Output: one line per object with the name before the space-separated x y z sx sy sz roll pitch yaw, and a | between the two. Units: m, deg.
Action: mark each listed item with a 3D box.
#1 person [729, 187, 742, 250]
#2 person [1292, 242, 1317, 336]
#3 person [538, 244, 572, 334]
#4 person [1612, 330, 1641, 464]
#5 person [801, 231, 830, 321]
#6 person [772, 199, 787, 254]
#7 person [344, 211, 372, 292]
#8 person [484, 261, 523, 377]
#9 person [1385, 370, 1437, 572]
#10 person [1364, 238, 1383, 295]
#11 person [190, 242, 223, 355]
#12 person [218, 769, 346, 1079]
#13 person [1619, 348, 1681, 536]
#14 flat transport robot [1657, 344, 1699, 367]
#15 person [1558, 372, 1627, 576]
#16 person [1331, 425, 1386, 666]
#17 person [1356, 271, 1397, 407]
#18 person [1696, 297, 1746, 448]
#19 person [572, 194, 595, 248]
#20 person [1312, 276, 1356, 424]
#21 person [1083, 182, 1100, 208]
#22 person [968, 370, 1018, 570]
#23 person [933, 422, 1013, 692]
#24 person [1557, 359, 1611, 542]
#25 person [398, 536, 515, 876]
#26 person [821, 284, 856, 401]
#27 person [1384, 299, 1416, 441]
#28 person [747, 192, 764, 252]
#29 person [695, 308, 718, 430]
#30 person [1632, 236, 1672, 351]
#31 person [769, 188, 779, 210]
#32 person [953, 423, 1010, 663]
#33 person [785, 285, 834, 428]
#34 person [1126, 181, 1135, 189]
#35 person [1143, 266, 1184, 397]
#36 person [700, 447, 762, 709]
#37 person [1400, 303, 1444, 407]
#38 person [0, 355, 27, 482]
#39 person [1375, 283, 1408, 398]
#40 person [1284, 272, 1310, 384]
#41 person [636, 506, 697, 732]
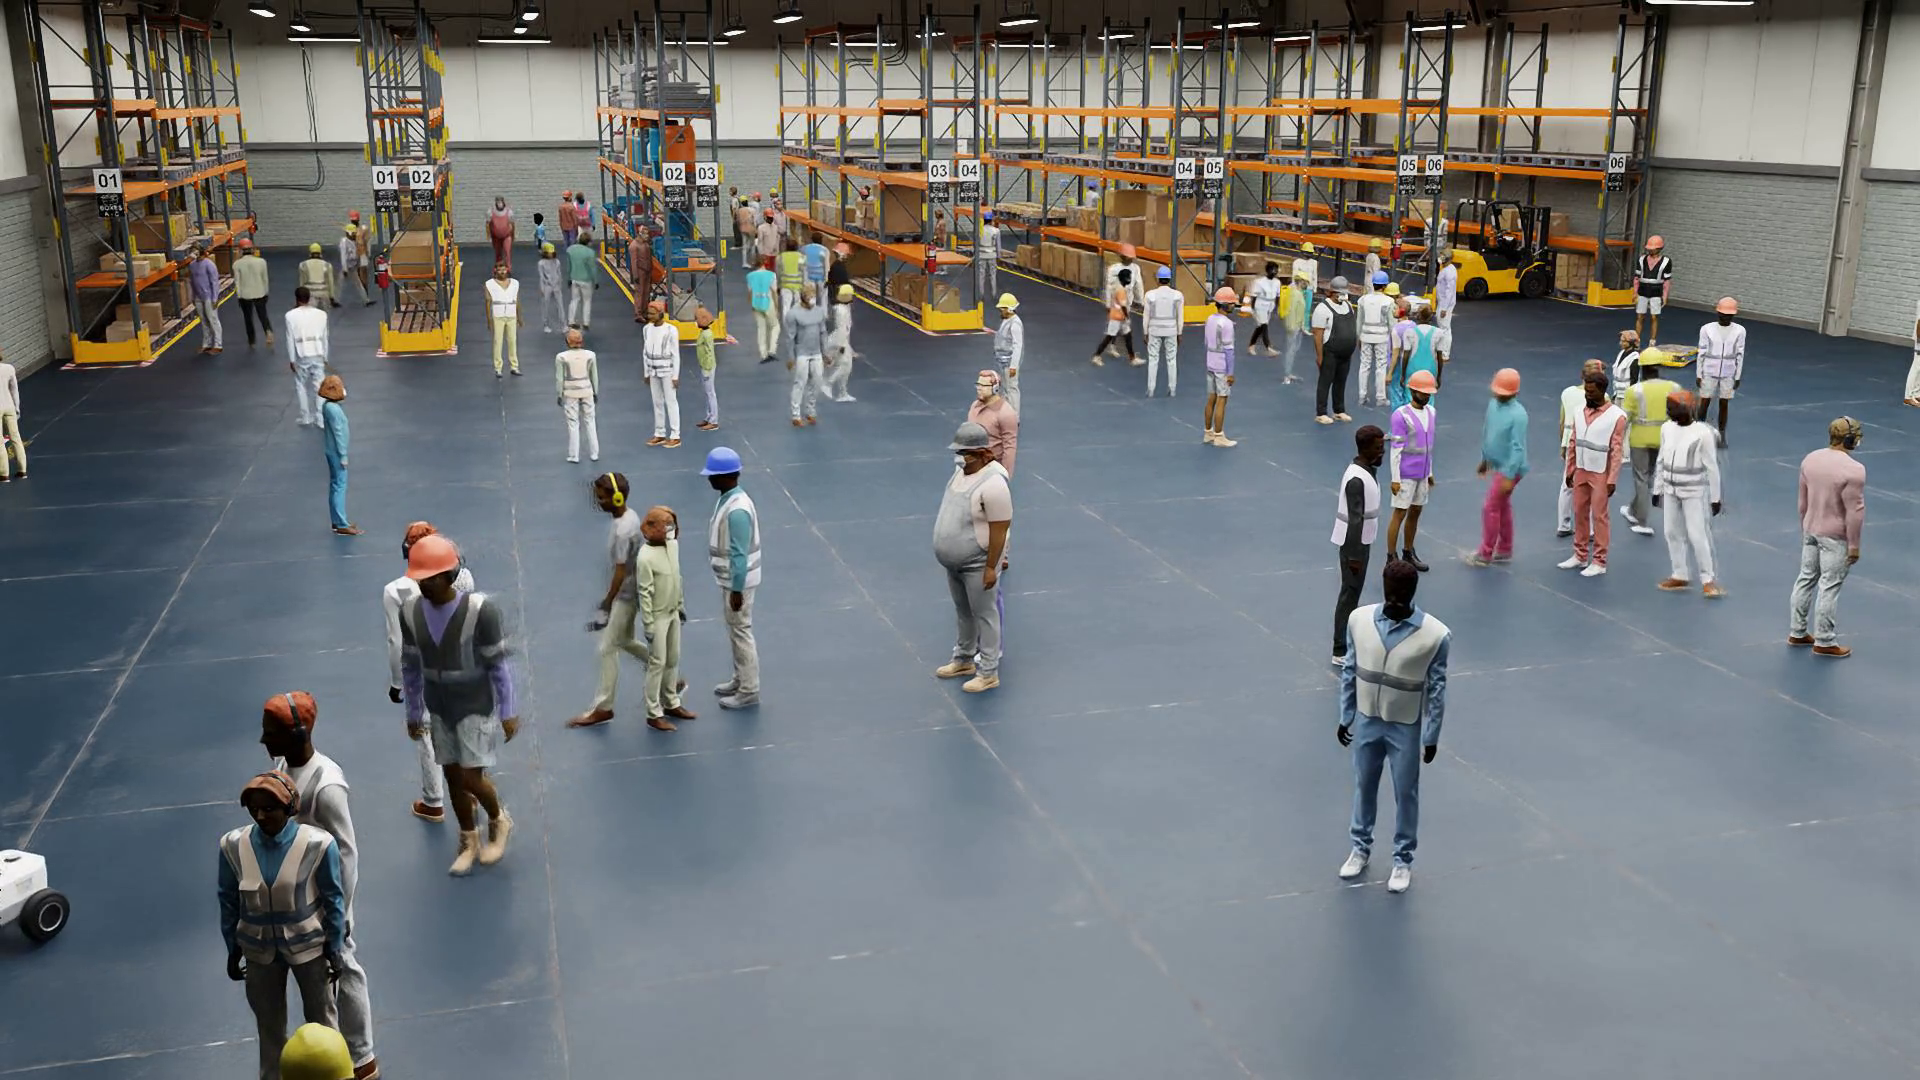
person | -6.607 -9.470 48.967 0.348 1.839 0.504 2 15 8
person | 6.451 -4.689 31.134 0.530 1.761 0.342 -5 16 -17
person | -7.695 -4.732 31.395 0.510 1.689 0.905 -12 19 -38
person | 8.123 -1.748 20.307 0.313 1.633 0.519 0 15 -1
person | -2.867 -5.204 32.962 0.625 1.813 0.821 4 15 15
person | -4.550 -7.616 41.853 0.407 1.908 0.641 7 16 25
person | -13.613 -6.468 37.577 0.574 1.878 1.005 -4 15 -14
person | -7.303 -3.542 26.636 0.570 1.844 0.377 -10 18 -33
person | 4.238 -0.628 15.502 0.553 1.934 0.363 -10 18 -34
person | 7.973 -4.948 32.127 0.312 1.744 0.487 -2 15 -6
person | -13.117 -4.192 28.908 0.629 1.940 0.379 9 17 29
person | -2.874 1.755 7.101 0.514 1.641 0.307 -1 15 -5
person | 6.997 -1.029 17.088 0.611 1.888 0.813 -2 15 -9
flat transport robot | 12.053 -3.128 28.098 0.652 0.197 1.431 11 18 35
person | 5.921 -0.627 15.561 0.407 1.908 0.597 -8 17 -26
person | 3.102 0.038 13.030 0.372 1.916 0.596 5 16 18
person | 6.012 -2.900 24.028 0.605 1.948 0.385 12 19 38
person | 9.650 -2.123 21.144 0.544 1.930 0.388 4 15 15
person | -10.536 -8.786 46.519 0.649 1.772 0.993 -3 15 -12
person | 5.149 -2.610 22.757 0.689 2.000 0.535 -10 18 -34
person | 3.956 -9.975 50.797 0.618 1.894 0.866 11 19 37
person | 0.252 -0.651 15.634 0.408 1.913 0.643 -11 19 -36
person | 0.061 0.117 12.496 0.538 2.000 0.685 -8 17 -28
person | 6.245 -0.894 16.689 0.389 1.838 0.563 -9 17 -31
person | -2.838 0.949 9.374 0.664 2.033 0.473 4 15 14
person | -1.741 -2.883 24.401 0.492 1.712 0.525 -1 15 -3
person | 5.718 -2.207 21.608 0.389 1.850 0.567 11 18 35
person | -5.955 -9.222 48.268 0.538 1.726 0.618 -4 15 -15
person | -3.415 -2.295 22.356 0.289 1.632 0.497 -4 16 -16
person | 12.086 -4.300 29.131 0.605 2.034 0.392 11 18 36
person | -5.587 -9.715 50.084 0.317 1.736 0.486 0 15 1
person | 0.168 0.006 13.177 0.408 1.909 0.592 -11 18 -35
person | -2.074 -2.490 22.535 0.641 1.914 0.536 -14 20 -42
person | 5.589 -10.965 54.540 0.327 1.865 0.518 3 15 12
person | 3.024 -3.098 24.804 0.602 1.938 0.418 1 15 2
person | -1.659 0.268 12.135 0.420 1.937 0.607 -4 15 -14
person | 5.875 -2.094 21.190 0.511 1.844 0.328 2 15 8
person | -11.166 -1.488 19.318 0.279 1.631 0.504 8 17 27
person | 6.365 -2.941 24.600 0.490 1.731 0.324 1 15 3
person | 5.248 -3.310 26.018 0.324 1.722 0.644 6 16 20
person | -2.089 0.542 11.698 0.285 1.622 0.512 5 16 19
